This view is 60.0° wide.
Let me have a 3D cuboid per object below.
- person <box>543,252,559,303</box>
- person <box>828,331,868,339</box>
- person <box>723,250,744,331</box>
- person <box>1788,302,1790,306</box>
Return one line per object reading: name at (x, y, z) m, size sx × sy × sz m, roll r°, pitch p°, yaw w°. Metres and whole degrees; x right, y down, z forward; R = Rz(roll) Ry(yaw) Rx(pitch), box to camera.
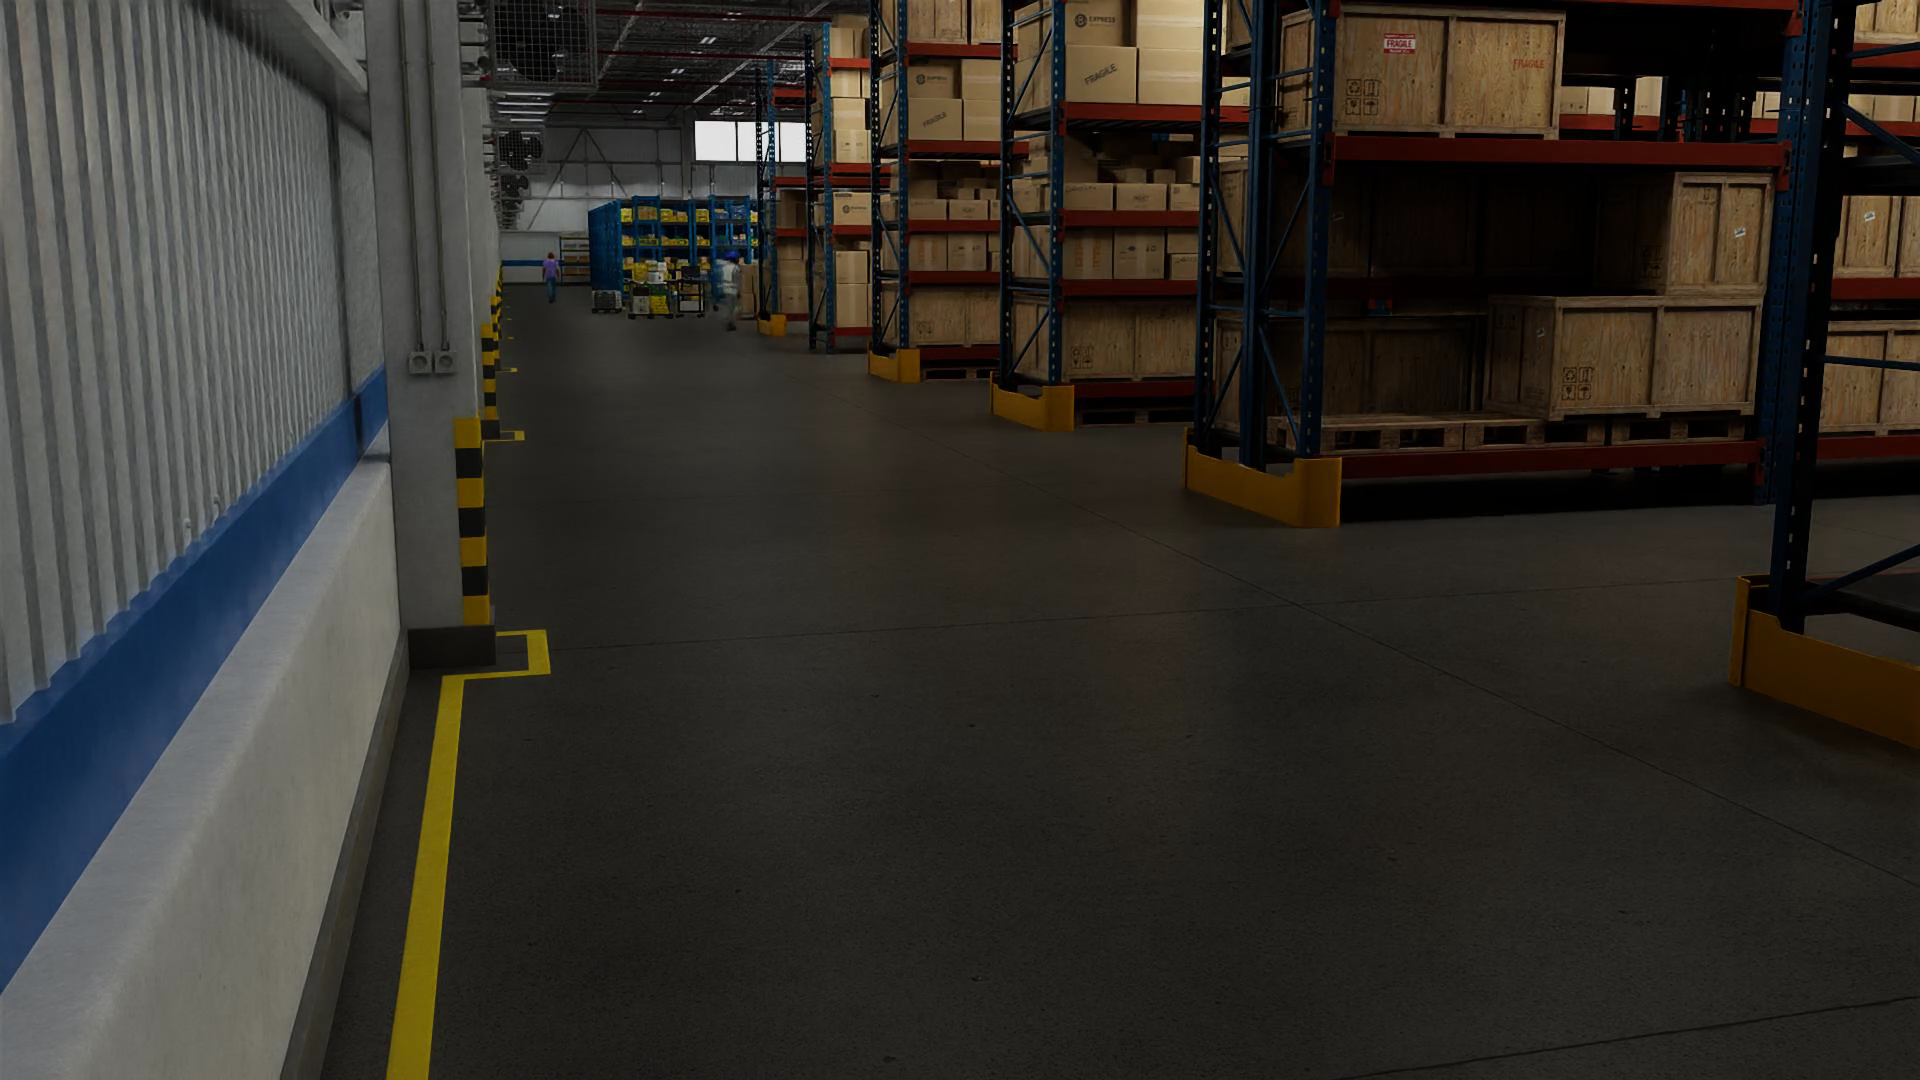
person at (-14.707, -9.446, 59.850) m, size 0.583 × 1.824 × 0.632 m, roll -3°, pitch 10°, yaw -16°
person at (-2.506, -5.314, 36.557) m, size 0.949 × 1.792 × 0.644 m, roll 0°, pitch 10°, yaw -2°
person at (-5.404, -5.952, 39.770) m, size 0.647 × 1.924 × 0.459 m, roll 9°, pitch 14°, yaw 42°
person at (8.730, -1.891, 17.395) m, size 0.846 × 1.708 × 0.495 m, roll -4°, pitch 11°, yaw -21°
